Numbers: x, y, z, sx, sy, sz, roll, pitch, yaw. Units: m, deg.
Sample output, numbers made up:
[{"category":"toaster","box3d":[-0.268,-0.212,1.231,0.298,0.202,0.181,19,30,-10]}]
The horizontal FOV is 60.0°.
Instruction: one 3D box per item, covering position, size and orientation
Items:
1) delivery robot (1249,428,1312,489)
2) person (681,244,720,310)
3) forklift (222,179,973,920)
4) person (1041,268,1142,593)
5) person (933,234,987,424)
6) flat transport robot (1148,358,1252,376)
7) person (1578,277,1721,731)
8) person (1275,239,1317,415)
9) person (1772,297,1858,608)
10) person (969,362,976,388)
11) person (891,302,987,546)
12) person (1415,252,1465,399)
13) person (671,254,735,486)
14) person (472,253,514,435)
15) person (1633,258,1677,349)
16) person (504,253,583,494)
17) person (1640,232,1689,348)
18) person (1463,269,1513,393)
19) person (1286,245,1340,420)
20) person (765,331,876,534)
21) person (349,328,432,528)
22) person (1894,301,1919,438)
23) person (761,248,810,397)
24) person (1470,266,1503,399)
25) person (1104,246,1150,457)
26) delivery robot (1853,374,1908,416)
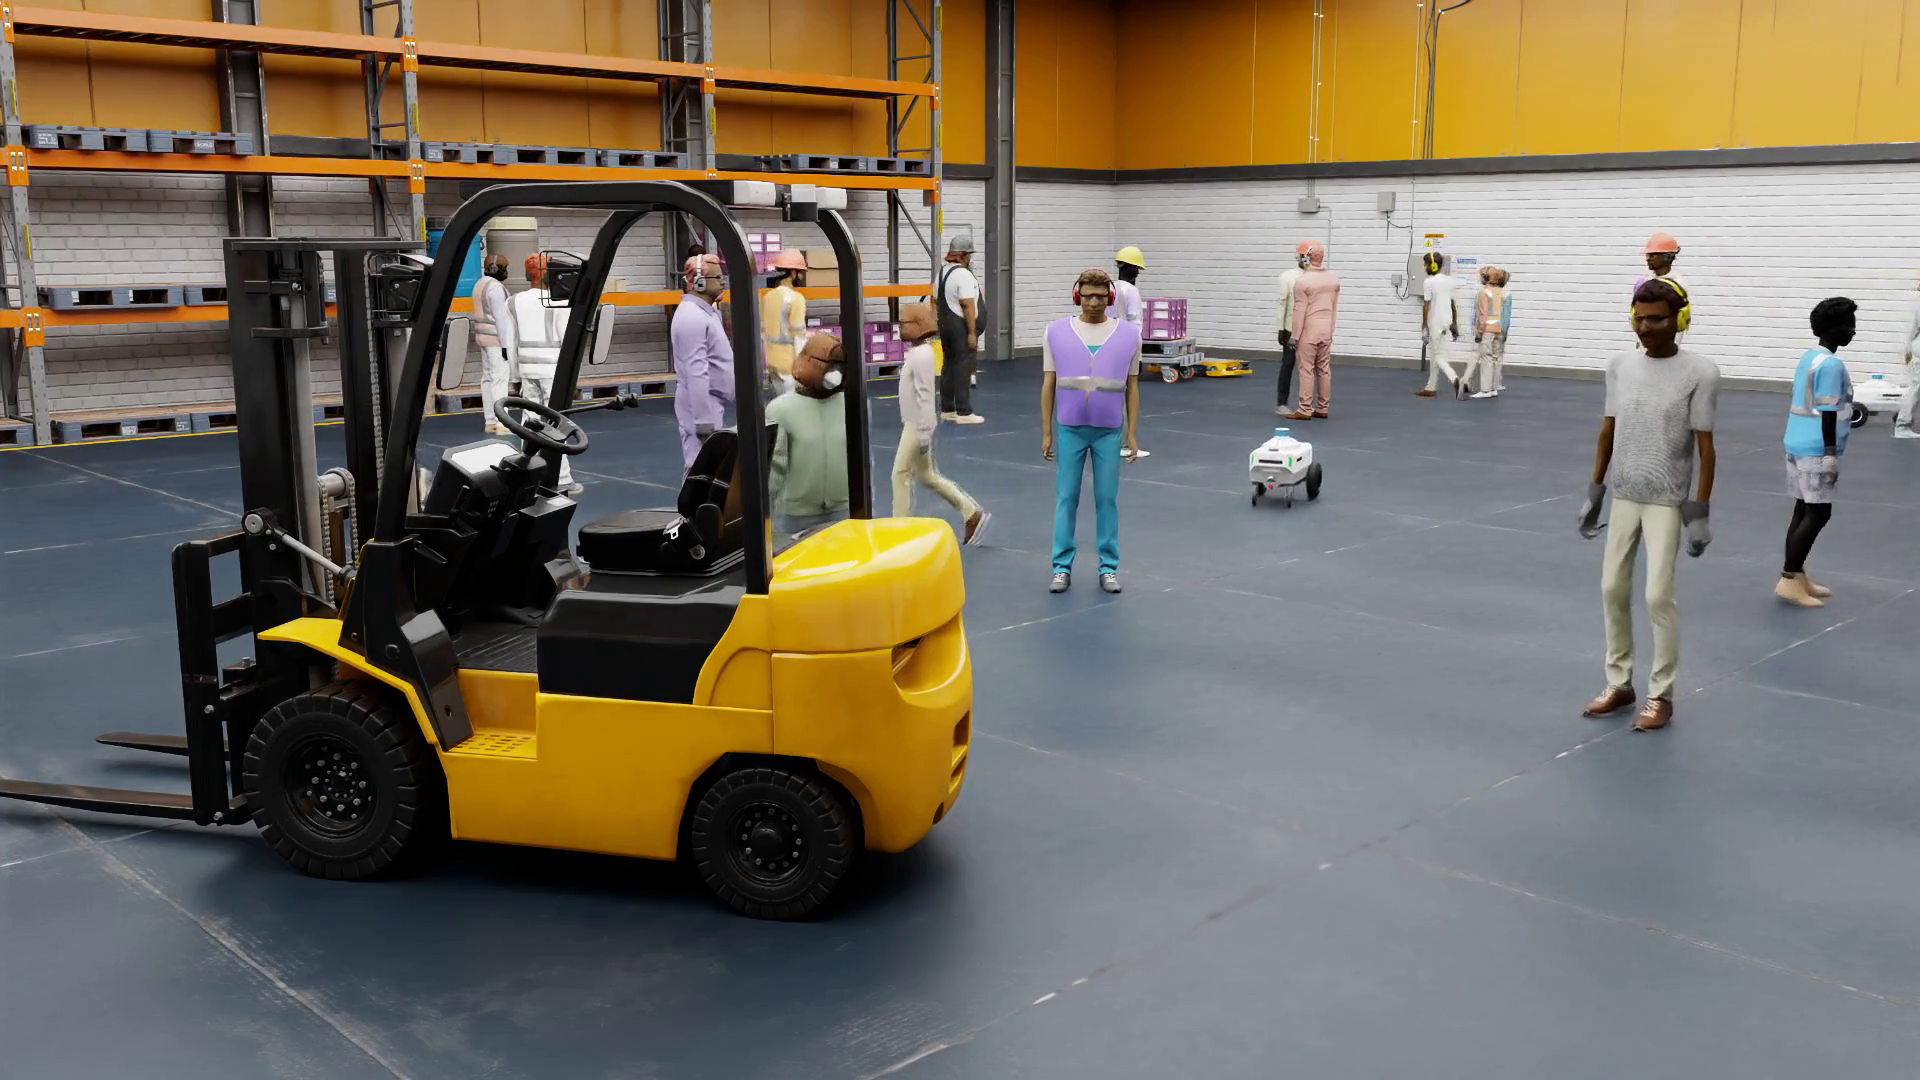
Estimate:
[{"category":"delivery robot","box3d":[2.448,-0.610,12.667,0.477,0.478,0.707,5,11,24]},{"category":"person","box3d":[-2.943,-2.394,18.995,0.371,1.894,0.597,6,12,29]},{"category":"forklift","box3d":[-1.114,-0.058,5.440,2.313,2.155,1.214,2,11,13]},{"category":"person","box3d":[0.742,-0.616,9.452,0.565,1.840,0.390,0,10,1]},{"category":"person","box3d":[0.032,-2.285,18.002,0.536,2.000,0.688,-5,12,-27]},{"category":"flat transport robot","box3d":[3.483,-2.533,24.184,0.652,0.197,1.431,-9,14,-40]},{"category":"person","box3d":[2.837,-0.144,6.844,0.375,1.853,0.543,-7,13,-35]},{"category":"person","box3d":[3.850,-2.388,18.733,0.608,1.986,0.415,-2,11,-11]},{"category":"person","box3d":[4.703,-0.485,9.158,0.378,1.693,0.581,3,11,14]},{"category":"person","box3d":[0.027,-2.862,22.209,0.533,1.655,0.877,-2,11,-12]},{"category":"person","box3d":[-0.218,-0.719,10.647,0.745,1.606,0.510,-1,10,-4]},{"category":"person","box3d":[5.980,-2.652,20.605,0.561,1.833,0.786,-7,12,-33]},{"category":"person","box3d":[-1.535,-0.769,10.099,0.404,1.910,0.636,-1,10,-7]},{"category":"person","box3d":[-4.715,-1.992,16.972,0.430,1.838,0.619,-7,13,-34]},{"category":"person","box3d":[7.323,-2.147,17.528,0.543,1.940,0.361,-7,12,-33]},{"category":"person","box3d":[-3.239,-1.278,12.942,0.572,1.883,0.355,3,11,17]},{"category":"person","box3d":[6.283,-1.736,15.003,0.397,2.044,0.609,-1,10,-6]},{"category":"person","box3d":[6.814,-2.693,21.425,0.537,1.595,0.847,10,14,44]},{"category":"person","box3d":[3.856,-2.271,18.290,0.637,1.911,0.406,-7,13,-34]},{"category":"person","box3d":[-0.579,-0.099,7.258,0.594,1.613,0.516,-4,11,-22]},{"category":"person","box3d":[-4.050,-1.024,11.781,0.526,1.812,0.826,4,11,23]},{"category":"person","box3d":[9.766,-1.862,16.607,0.804,1.711,0.503,1,10,5]},{"category":"person","box3d":[-1.493,-1.461,13.841,0.646,1.914,0.551,-8,13,-36]},{"category":"person","box3d":[6.571,-2.579,20.702,0.315,1.640,0.515,9,14,41]},{"category":"person","box3d":[1.510,-1.717,15.240,0.375,1.919,0.584,-5,11,-24]},{"category":"delivery robot","box3d":[9.694,-1.518,17.603,0.707,0.478,0.477,3,11,17]}]
